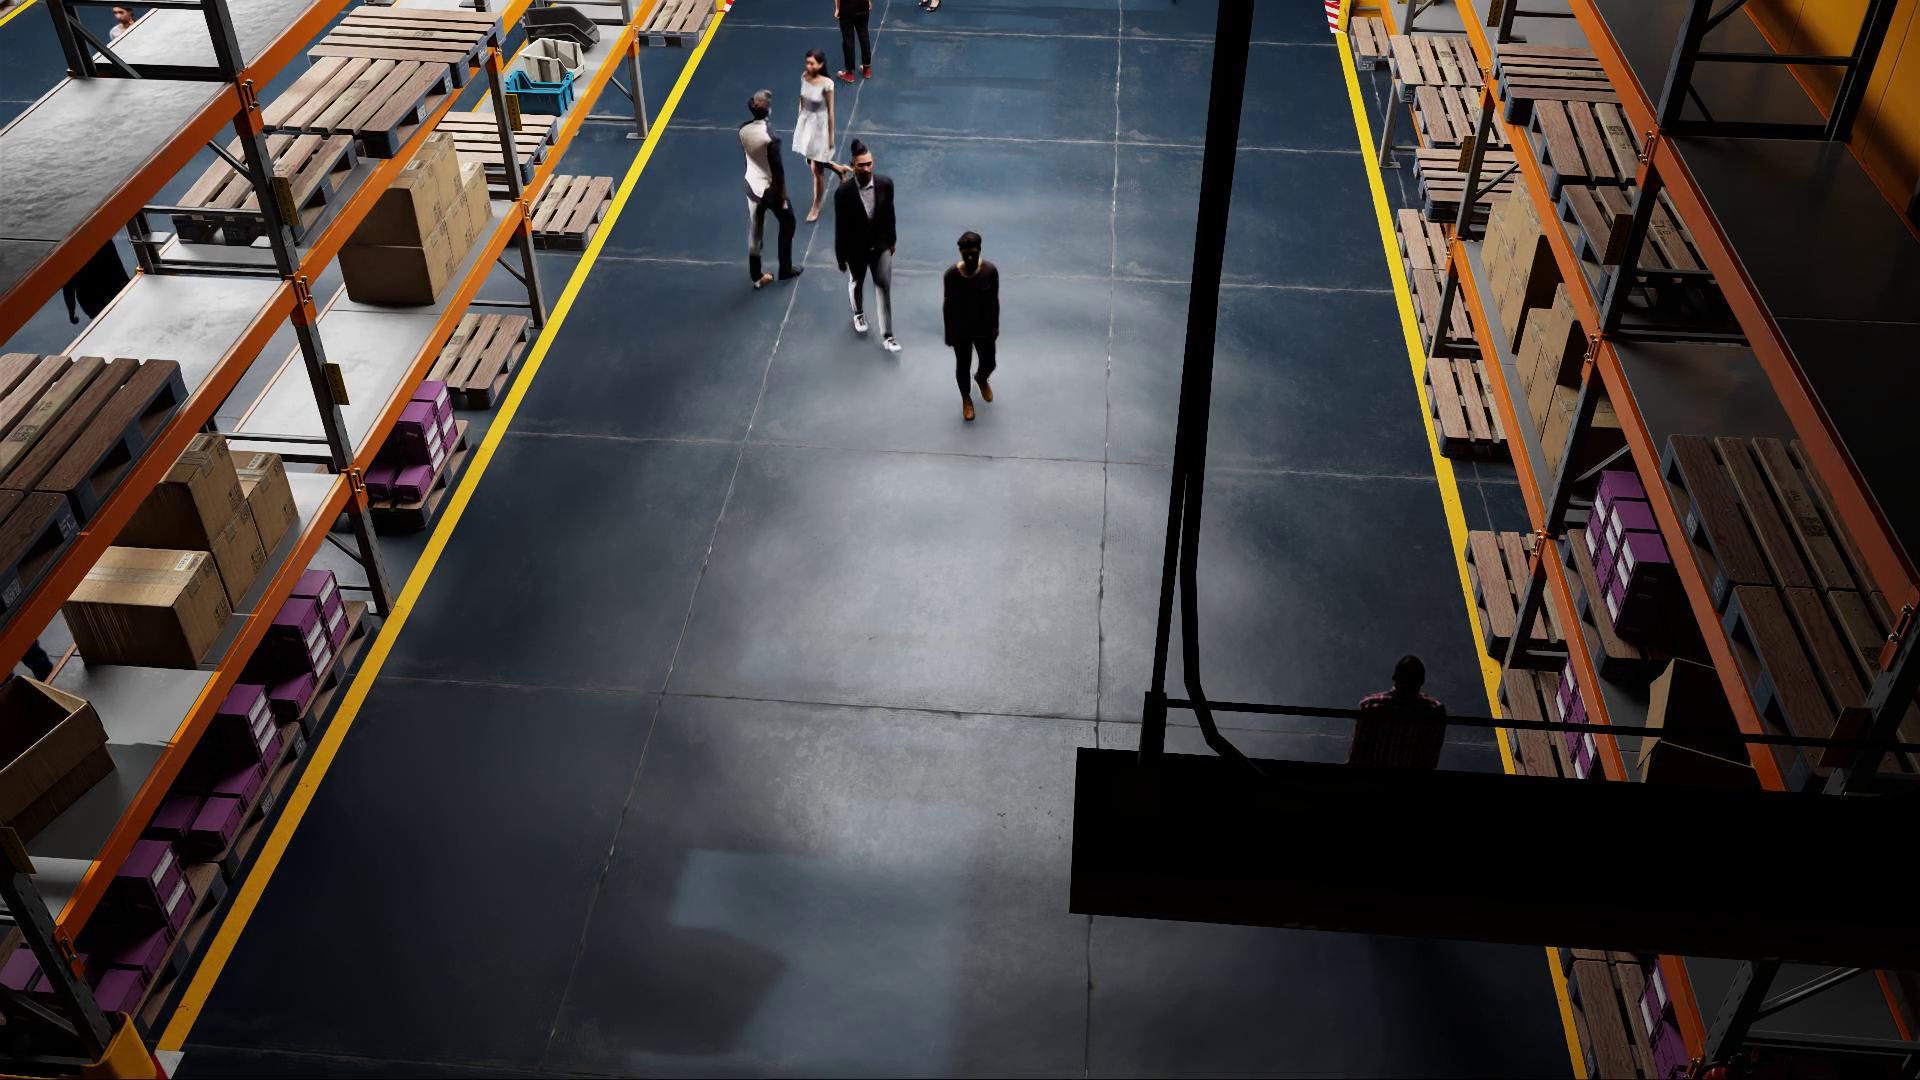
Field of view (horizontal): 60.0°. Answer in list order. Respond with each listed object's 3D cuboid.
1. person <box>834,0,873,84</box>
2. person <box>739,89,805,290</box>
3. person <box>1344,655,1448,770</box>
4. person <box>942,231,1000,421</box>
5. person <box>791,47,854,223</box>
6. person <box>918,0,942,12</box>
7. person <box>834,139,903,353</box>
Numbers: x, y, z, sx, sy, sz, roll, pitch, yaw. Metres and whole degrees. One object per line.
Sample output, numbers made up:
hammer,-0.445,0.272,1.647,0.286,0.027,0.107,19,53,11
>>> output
person,-1.227,-6.163,19.133,0.729,1.758,0.761,-21,43,-24
person,-1.842,-3.170,15.293,0.931,1.875,0.982,26,45,29
person,2.513,1.339,9.738,0.686,1.760,0.582,2,39,3
person,0.092,-1.824,13.741,0.699,1.708,0.746,-4,39,-5
person,-1.368,-4.048,16.484,0.943,1.760,1.053,28,46,30
person,-0.398,-7.529,20.832,0.857,1.773,0.777,-18,42,-21
person,-0.855,-2.651,14.611,1.034,1.914,1.247,-12,40,-15
